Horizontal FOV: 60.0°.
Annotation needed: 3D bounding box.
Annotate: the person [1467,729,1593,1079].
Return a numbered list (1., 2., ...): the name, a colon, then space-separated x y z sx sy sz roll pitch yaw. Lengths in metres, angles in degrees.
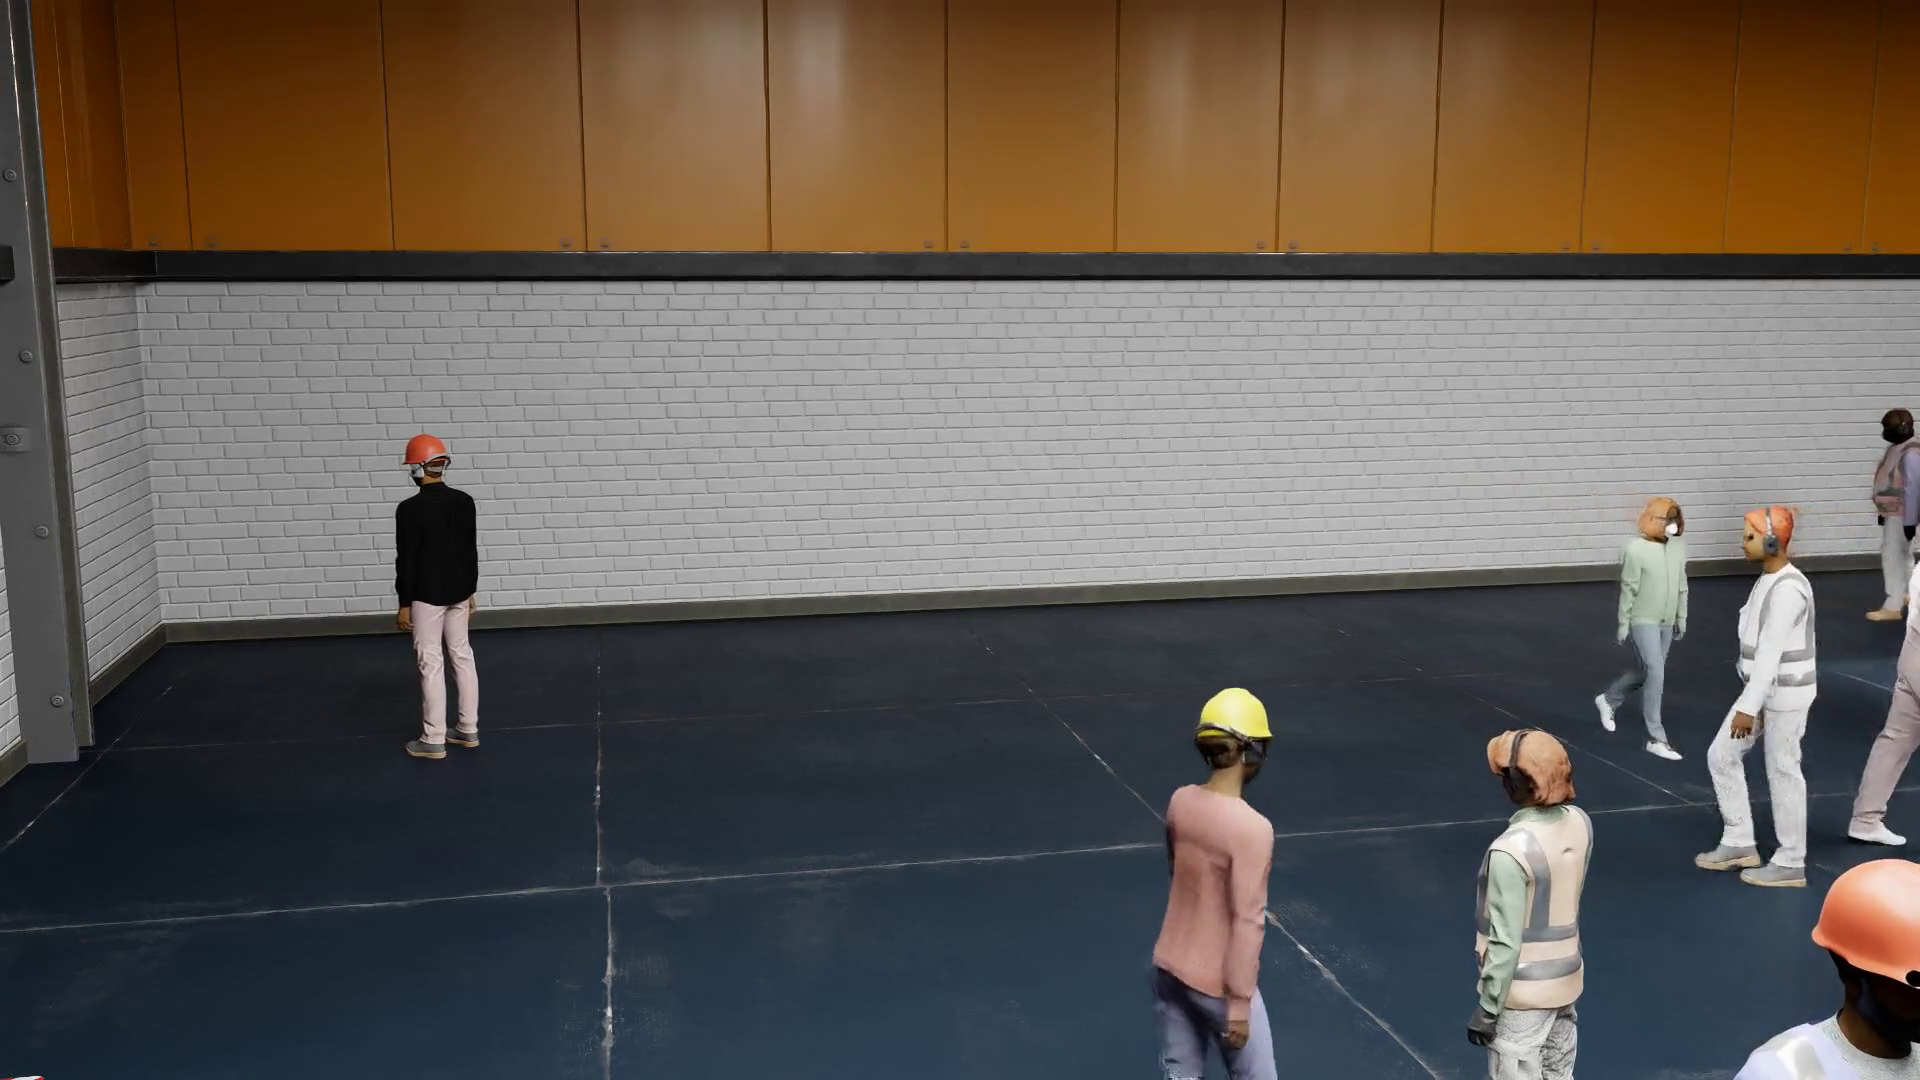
1. person: 1.722 1.370 5.048 0.514 1.640 0.310 -9 13 -44

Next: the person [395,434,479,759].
1. person: -3.236 0.340 10.277 0.401 1.986 0.610 5 10 27

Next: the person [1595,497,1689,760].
1. person: 4.284 0.509 10.413 0.504 1.610 0.739 -4 10 -25

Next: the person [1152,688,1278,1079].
1. person: 0.757 1.322 5.068 0.540 1.718 0.555 -5 11 -27

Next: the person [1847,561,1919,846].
1. person: 5.041 0.706 8.404 0.932 1.851 0.783 2 10 14

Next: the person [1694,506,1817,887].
1. person: 3.862 0.766 8.060 0.641 1.864 0.598 2 9 10

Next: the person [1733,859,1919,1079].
1. person: 1.696 1.532 3.154 0.548 1.938 0.358 -5 10 -26

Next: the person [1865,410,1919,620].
1. person: 8.110 -0.222 14.331 0.529 1.795 0.787 4 10 20
